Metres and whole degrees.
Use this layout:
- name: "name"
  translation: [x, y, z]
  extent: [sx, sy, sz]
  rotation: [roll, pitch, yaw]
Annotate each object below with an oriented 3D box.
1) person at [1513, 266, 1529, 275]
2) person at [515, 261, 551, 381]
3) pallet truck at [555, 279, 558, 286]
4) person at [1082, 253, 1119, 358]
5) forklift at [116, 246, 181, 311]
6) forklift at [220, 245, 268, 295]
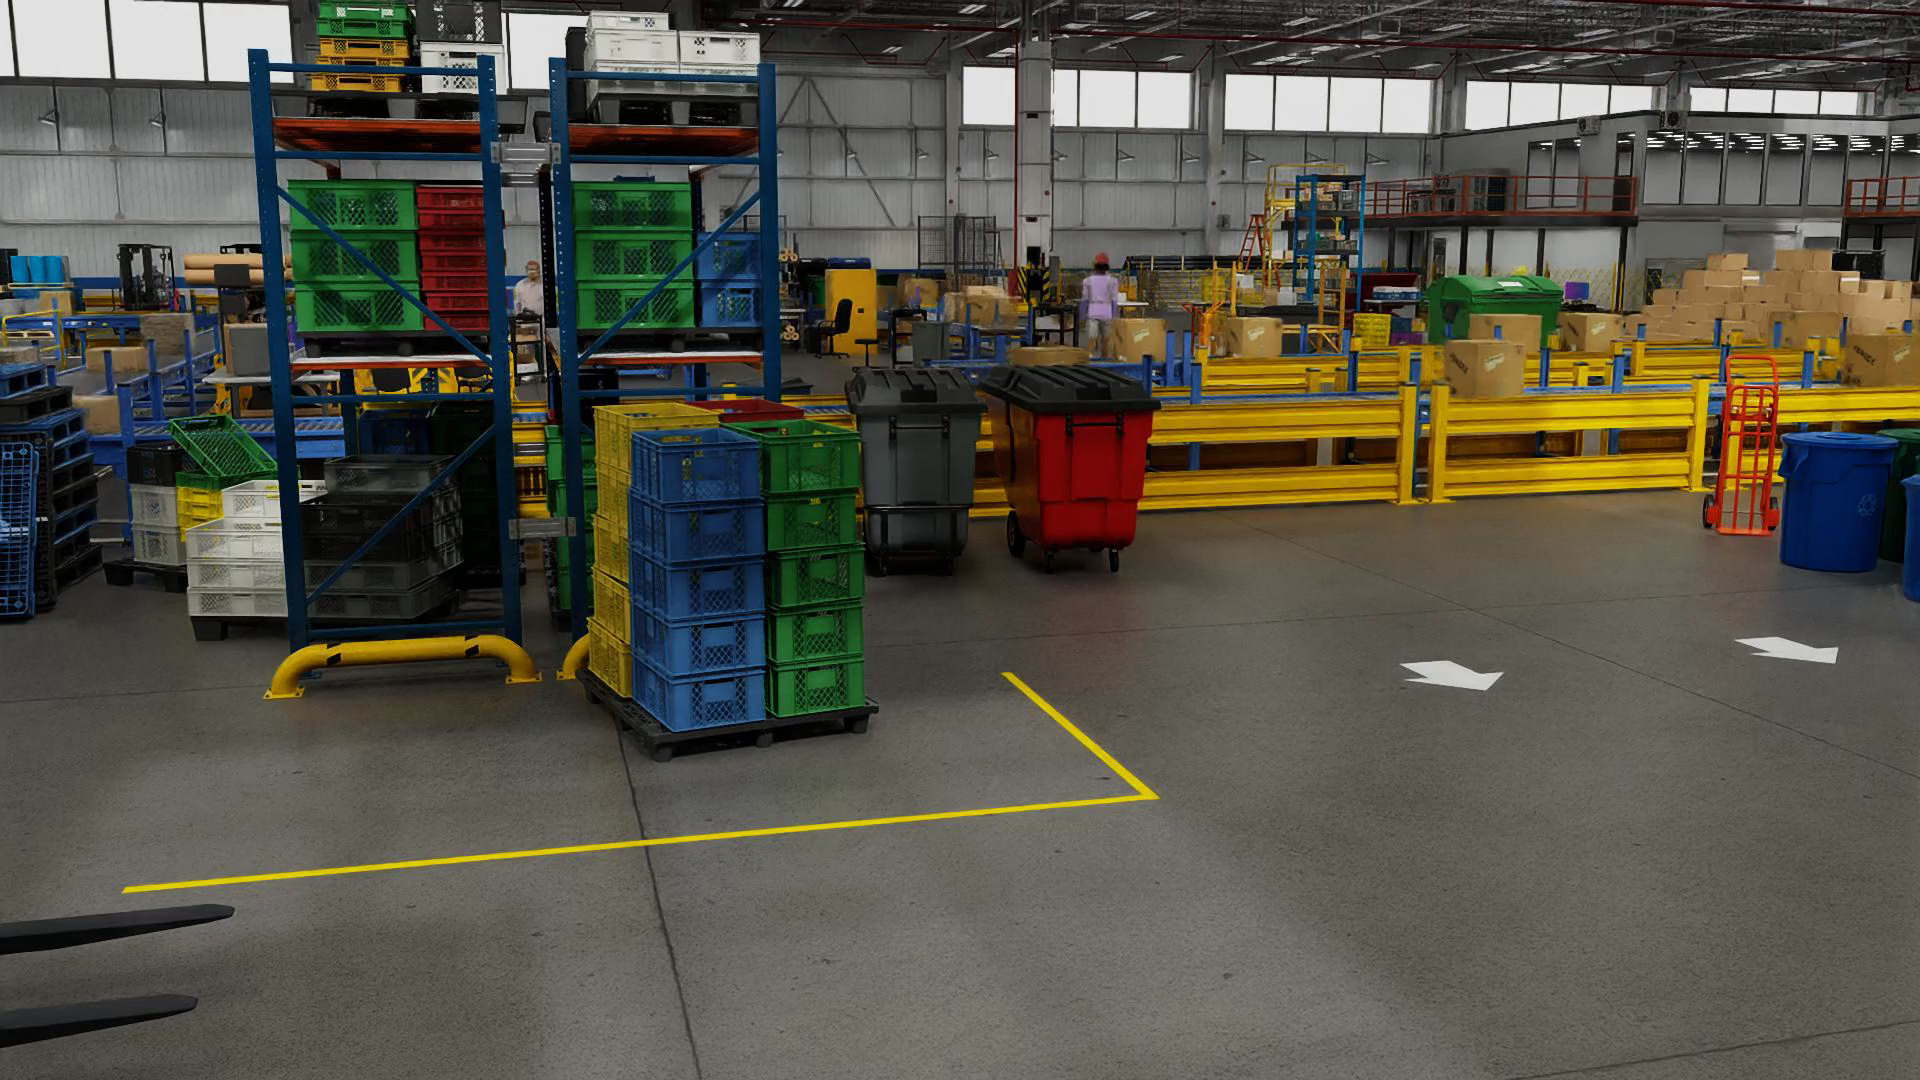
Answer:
- name: "person"
  translation: [10.170, -4.082, 30.230]
  extent: [0.585, 1.774, 0.974]
  rotation: [-8, 13, -40]
- name: "person"
  translation: [-6.705, -3.448, 26.267]
  extent: [0.647, 1.899, 0.399]
  rotation: [1, 10, 4]
- name: "pallet truck"
  translation: [-10.604, -6.375, 44.520]
  extent: [0.653, 1.274, 1.630]
  rotation: [-3, 10, -15]
- name: "person"
  translation: [2.286, -3.700, 27.355]
  extent: [0.609, 2.023, 0.866]
  rotation: [3, 10, 15]
- name: "forklift"
  translation: [-19.966, -6.232, 40.894]
  extent: [1.157, 1.987, 2.680]
  rotation: [-3, 10, -15]
- name: "forklift"
  translation: [-17.749, -6.334, 41.440]
  extent: [1.157, 1.987, 2.680]
  rotation: [-3, 10, -17]
